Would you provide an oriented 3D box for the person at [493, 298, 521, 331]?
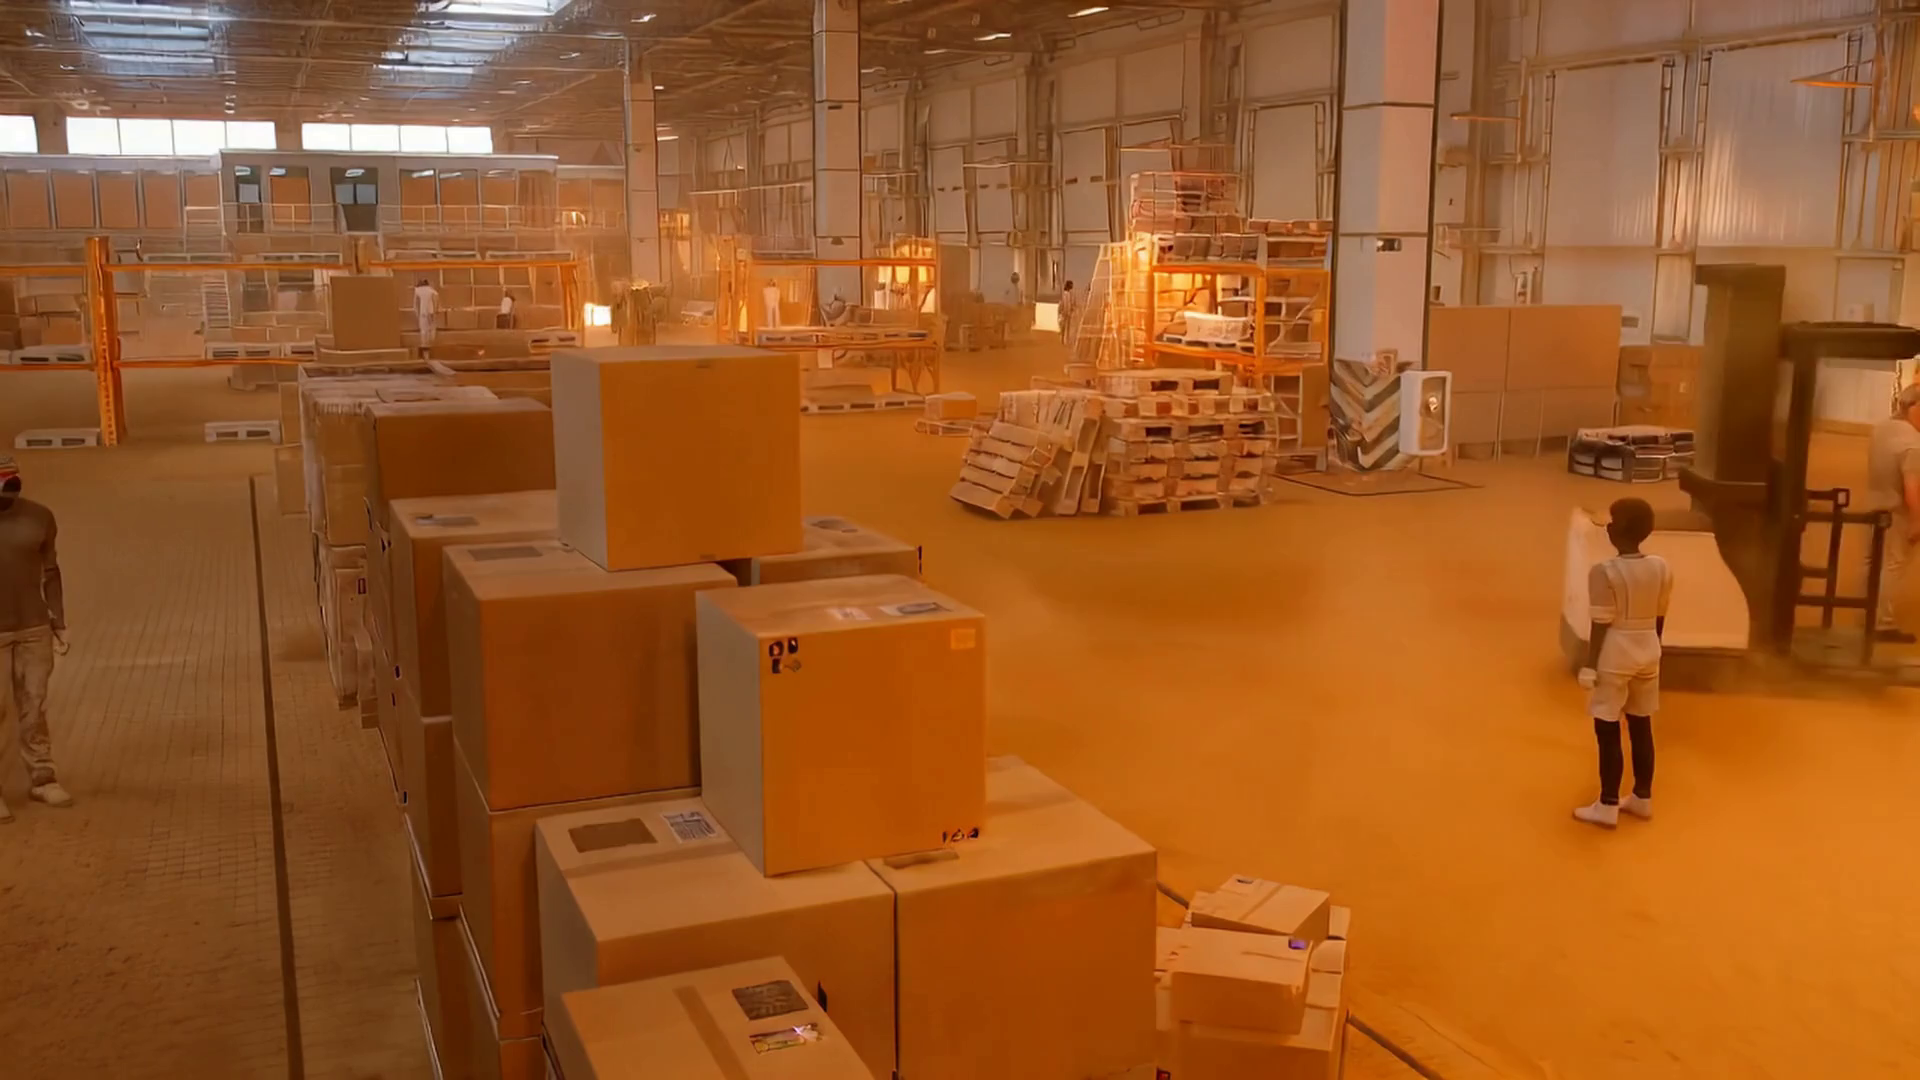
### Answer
[{"bbox_3d":[-8.431,-3.570,31.117,0.575,1.883,0.355,2,11,13],"label":"person"}]

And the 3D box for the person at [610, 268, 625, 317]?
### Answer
[{"bbox_3d":[-13.127,-9.508,63.874,0.593,1.870,0.625,4,11,21],"label":"person"}]

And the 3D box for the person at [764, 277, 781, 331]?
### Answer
[{"bbox_3d":[-5.508,-6.769,48.809,0.500,1.862,0.321,0,10,2],"label":"person"}]

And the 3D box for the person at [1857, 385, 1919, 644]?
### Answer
[{"bbox_3d":[6.965,-0.191,12.378,0.384,1.930,0.634,0,10,1],"label":"person"}]

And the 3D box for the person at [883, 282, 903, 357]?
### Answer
[{"bbox_3d":[-1.712,-5.565,42.073,0.899,1.888,0.606,6,12,31],"label":"person"}]

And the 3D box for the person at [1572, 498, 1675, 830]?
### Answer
[{"bbox_3d":[3.380,0.628,8.487,0.540,1.695,0.317,-5,11,-26],"label":"person"}]

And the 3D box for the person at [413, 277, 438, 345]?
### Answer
[{"bbox_3d":[-14.703,-6.260,45.781,0.627,1.940,0.375,-4,11,-19],"label":"person"}]

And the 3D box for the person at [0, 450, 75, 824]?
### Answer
[{"bbox_3d":[-4.938,0.482,8.620,0.359,1.939,0.635,7,12,32],"label":"person"}]

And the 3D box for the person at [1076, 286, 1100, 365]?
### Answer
[{"bbox_3d":[2.981,-4.977,38.844,0.586,1.901,0.879,-1,10,-7],"label":"person"}]

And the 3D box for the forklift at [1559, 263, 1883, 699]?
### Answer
[{"bbox_3d":[5.168,-0.462,11.233,1.873,2.768,1.129,3,11,14],"label":"forklift"}]

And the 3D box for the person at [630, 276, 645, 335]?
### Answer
[{"bbox_3d":[-10.065,-7.308,51.867,0.431,1.835,0.622,2,10,9],"label":"person"}]

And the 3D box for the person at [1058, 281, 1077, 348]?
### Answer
[{"bbox_3d":[2.969,-6.188,45.652,0.633,1.843,0.429,-9,14,-41],"label":"person"}]

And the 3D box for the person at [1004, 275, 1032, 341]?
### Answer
[{"bbox_3d":[1.613,-6.730,48.378,1.023,1.924,0.648,6,12,31],"label":"person"}]

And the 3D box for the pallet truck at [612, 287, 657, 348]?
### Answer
[{"bbox_3d":[-6.464,-4.406,35.401,0.823,1.965,1.885,6,12,32],"label":"pallet truck"}]
